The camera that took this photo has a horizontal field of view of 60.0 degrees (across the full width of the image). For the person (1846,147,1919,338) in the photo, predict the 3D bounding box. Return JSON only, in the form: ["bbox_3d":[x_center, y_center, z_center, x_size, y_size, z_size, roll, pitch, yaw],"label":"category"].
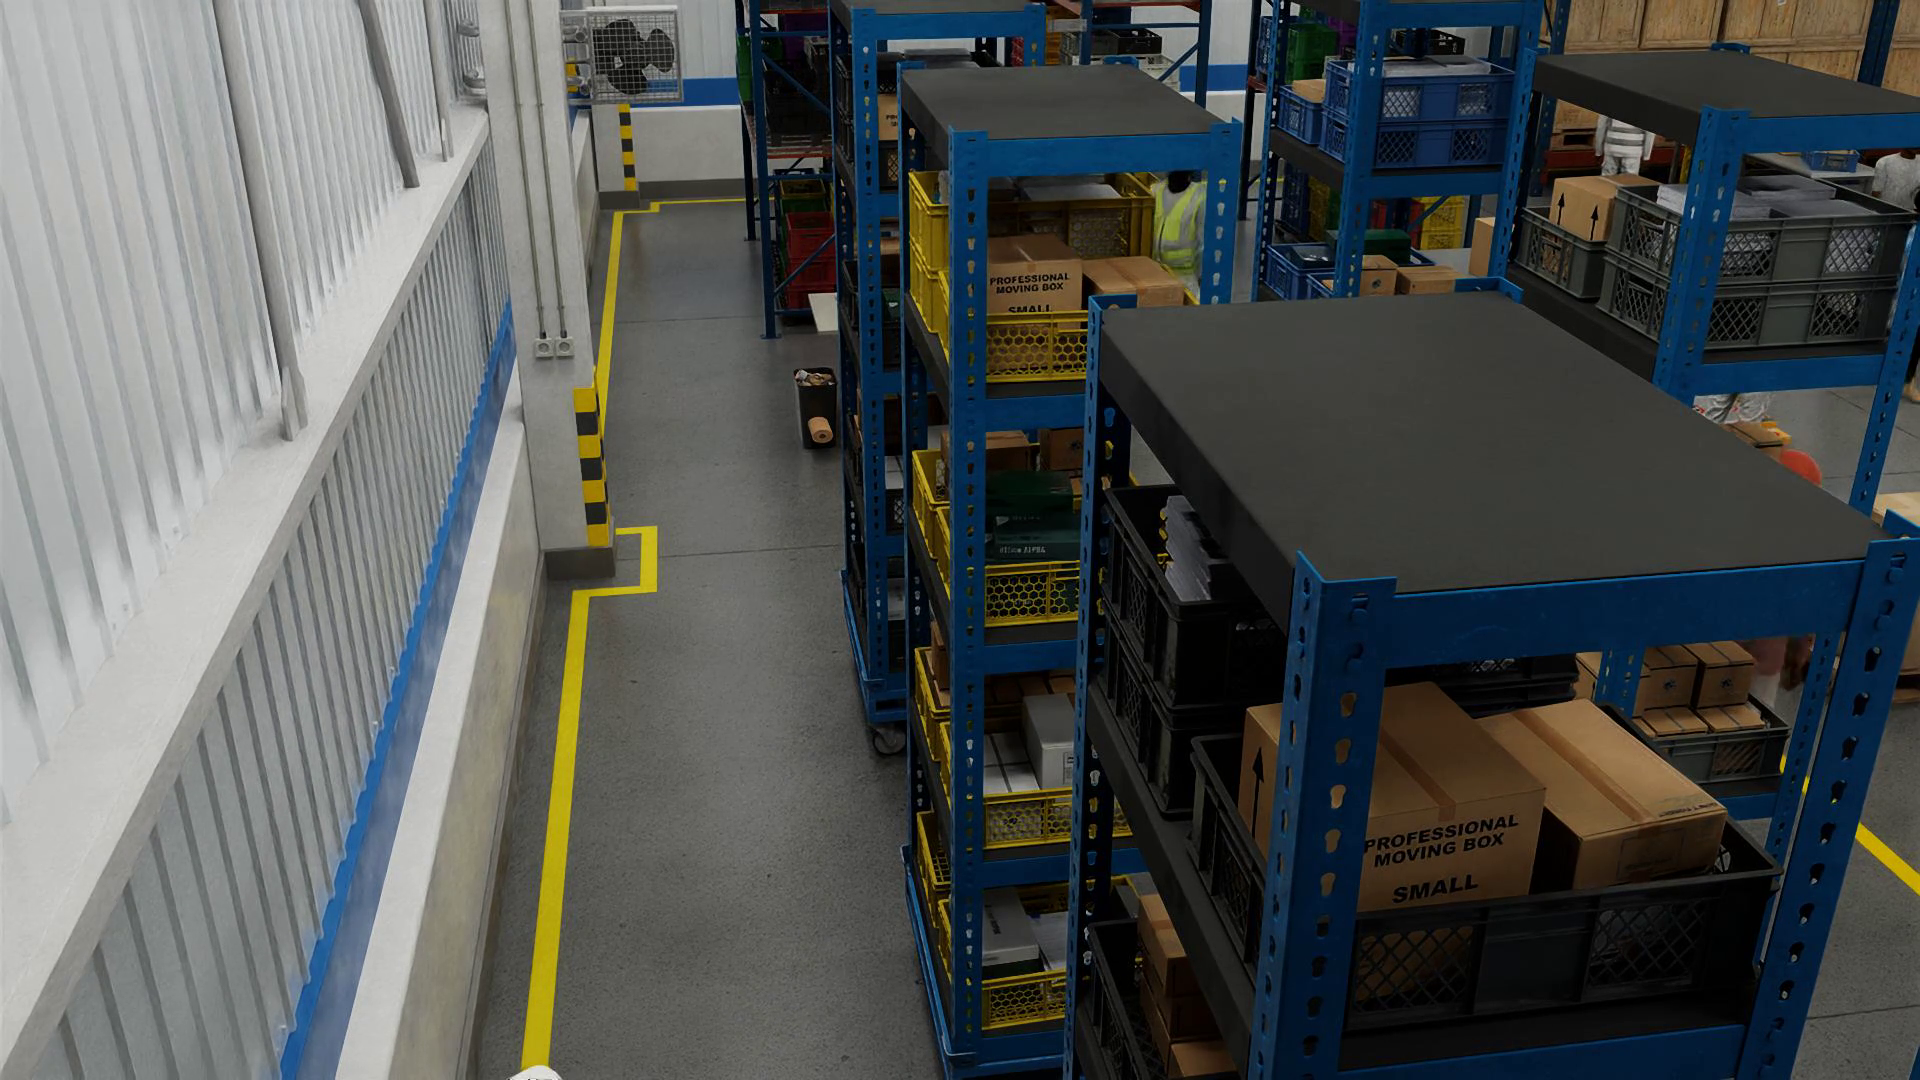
[{"bbox_3d":[7.890,-2.634,14.106,0.516,1.861,0.316,-2,25,-5],"label":"person"}]

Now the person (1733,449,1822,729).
[{"bbox_3d":[3.350,0.459,7.249,0.649,1.967,0.707,1,25,2],"label":"person"}]

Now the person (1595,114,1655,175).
[{"bbox_3d":[6.738,-3.934,16.898,0.572,1.887,0.355,19,31,35],"label":"person"}]

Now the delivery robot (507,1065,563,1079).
[{"bbox_3d":[-1.316,2.024,5.420,0.477,0.478,0.707,-20,31,-37],"label":"delivery robot"}]

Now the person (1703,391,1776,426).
[{"bbox_3d":[5.170,-1.208,10.916,0.377,1.936,0.628,-15,29,-29],"label":"person"}]

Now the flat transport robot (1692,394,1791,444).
[{"bbox_3d":[5.224,-0.859,12.132,1.431,0.197,0.652,-4,25,-8],"label":"flat transport robot"}]

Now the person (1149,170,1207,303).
[{"bbox_3d":[1.743,-2.208,13.277,0.648,1.805,0.888,21,32,38],"label":"person"}]

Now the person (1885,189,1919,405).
[{"bbox_3d":[7.230,-1.927,12.783,0.531,1.664,0.760,-11,27,-22],"label":"person"}]
